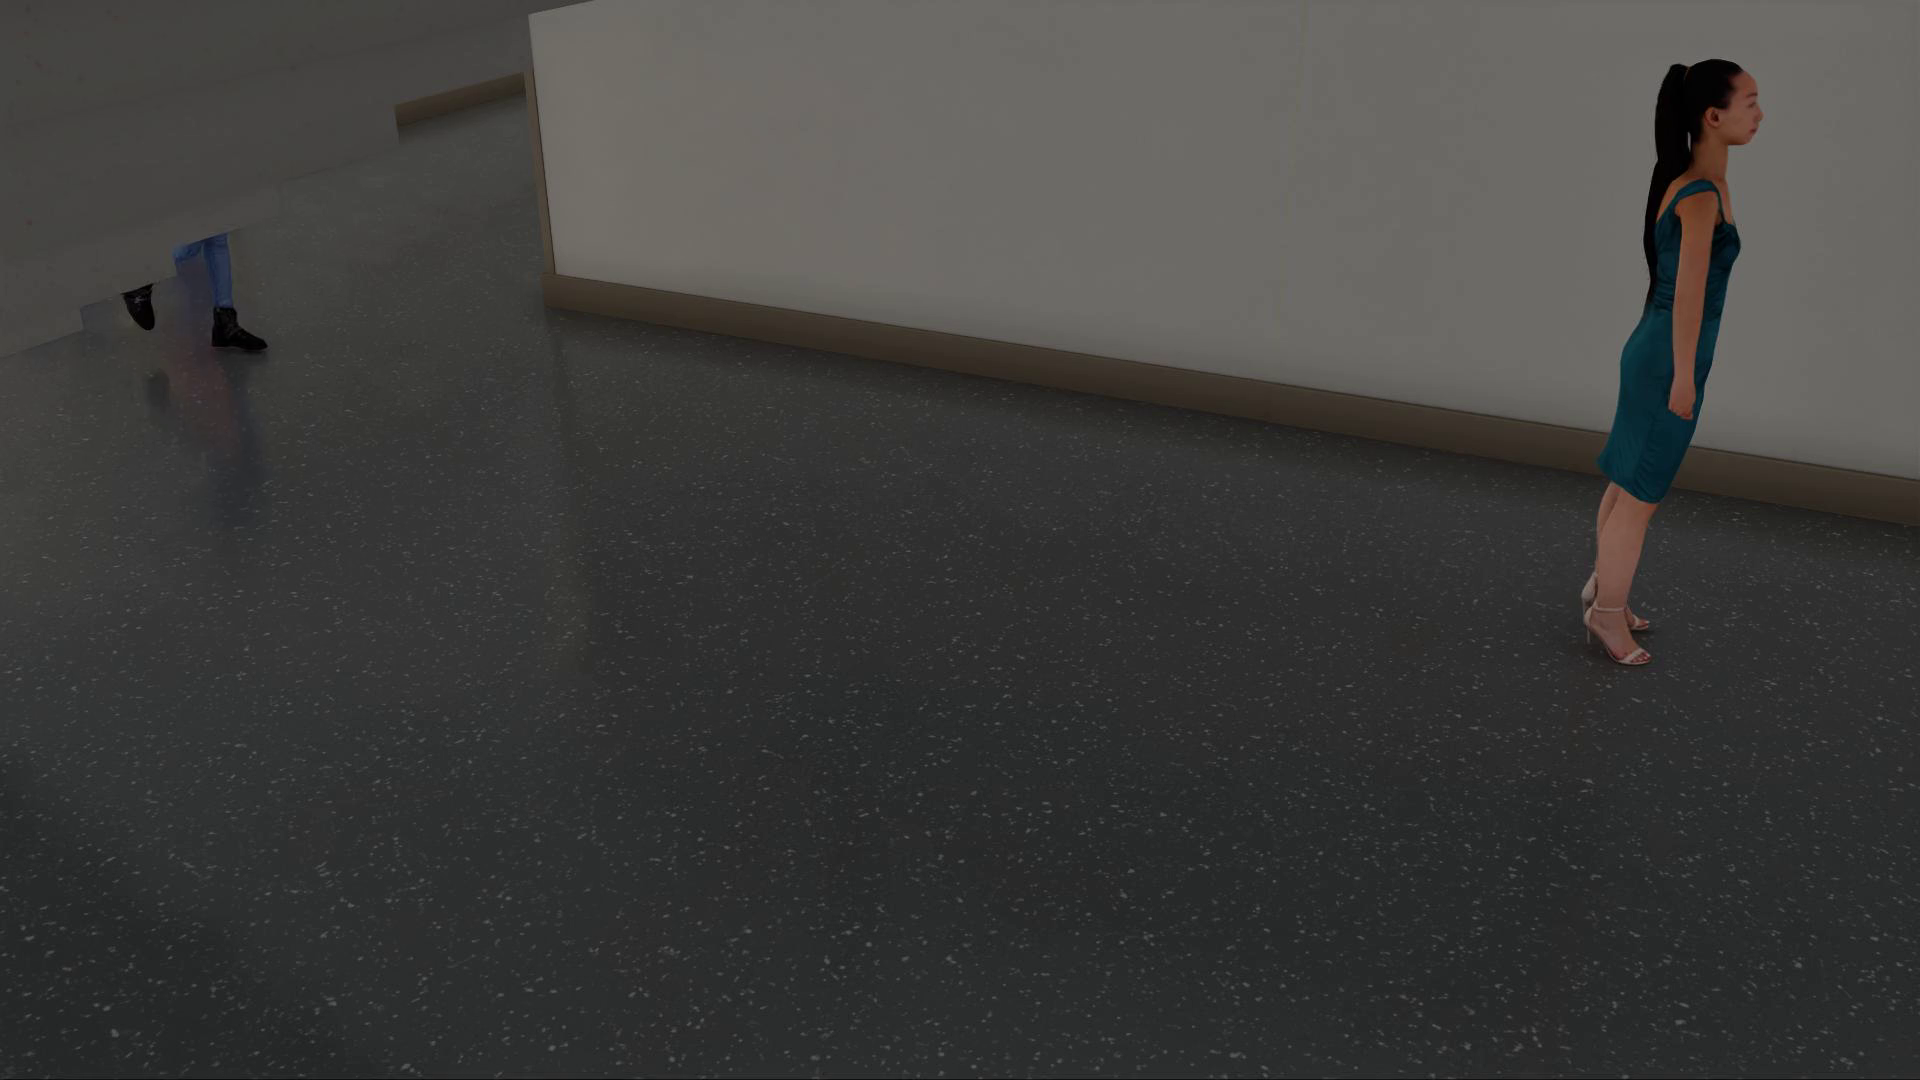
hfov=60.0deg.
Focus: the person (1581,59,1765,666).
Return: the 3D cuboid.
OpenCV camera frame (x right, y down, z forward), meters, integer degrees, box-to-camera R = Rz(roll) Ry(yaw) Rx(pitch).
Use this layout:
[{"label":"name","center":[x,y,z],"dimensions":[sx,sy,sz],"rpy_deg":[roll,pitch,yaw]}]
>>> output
[{"label":"person","center":[1.953,-0.468,4.613],"dimensions":[0.496,1.686,0.558],"rpy_deg":[9,27,18]}]
